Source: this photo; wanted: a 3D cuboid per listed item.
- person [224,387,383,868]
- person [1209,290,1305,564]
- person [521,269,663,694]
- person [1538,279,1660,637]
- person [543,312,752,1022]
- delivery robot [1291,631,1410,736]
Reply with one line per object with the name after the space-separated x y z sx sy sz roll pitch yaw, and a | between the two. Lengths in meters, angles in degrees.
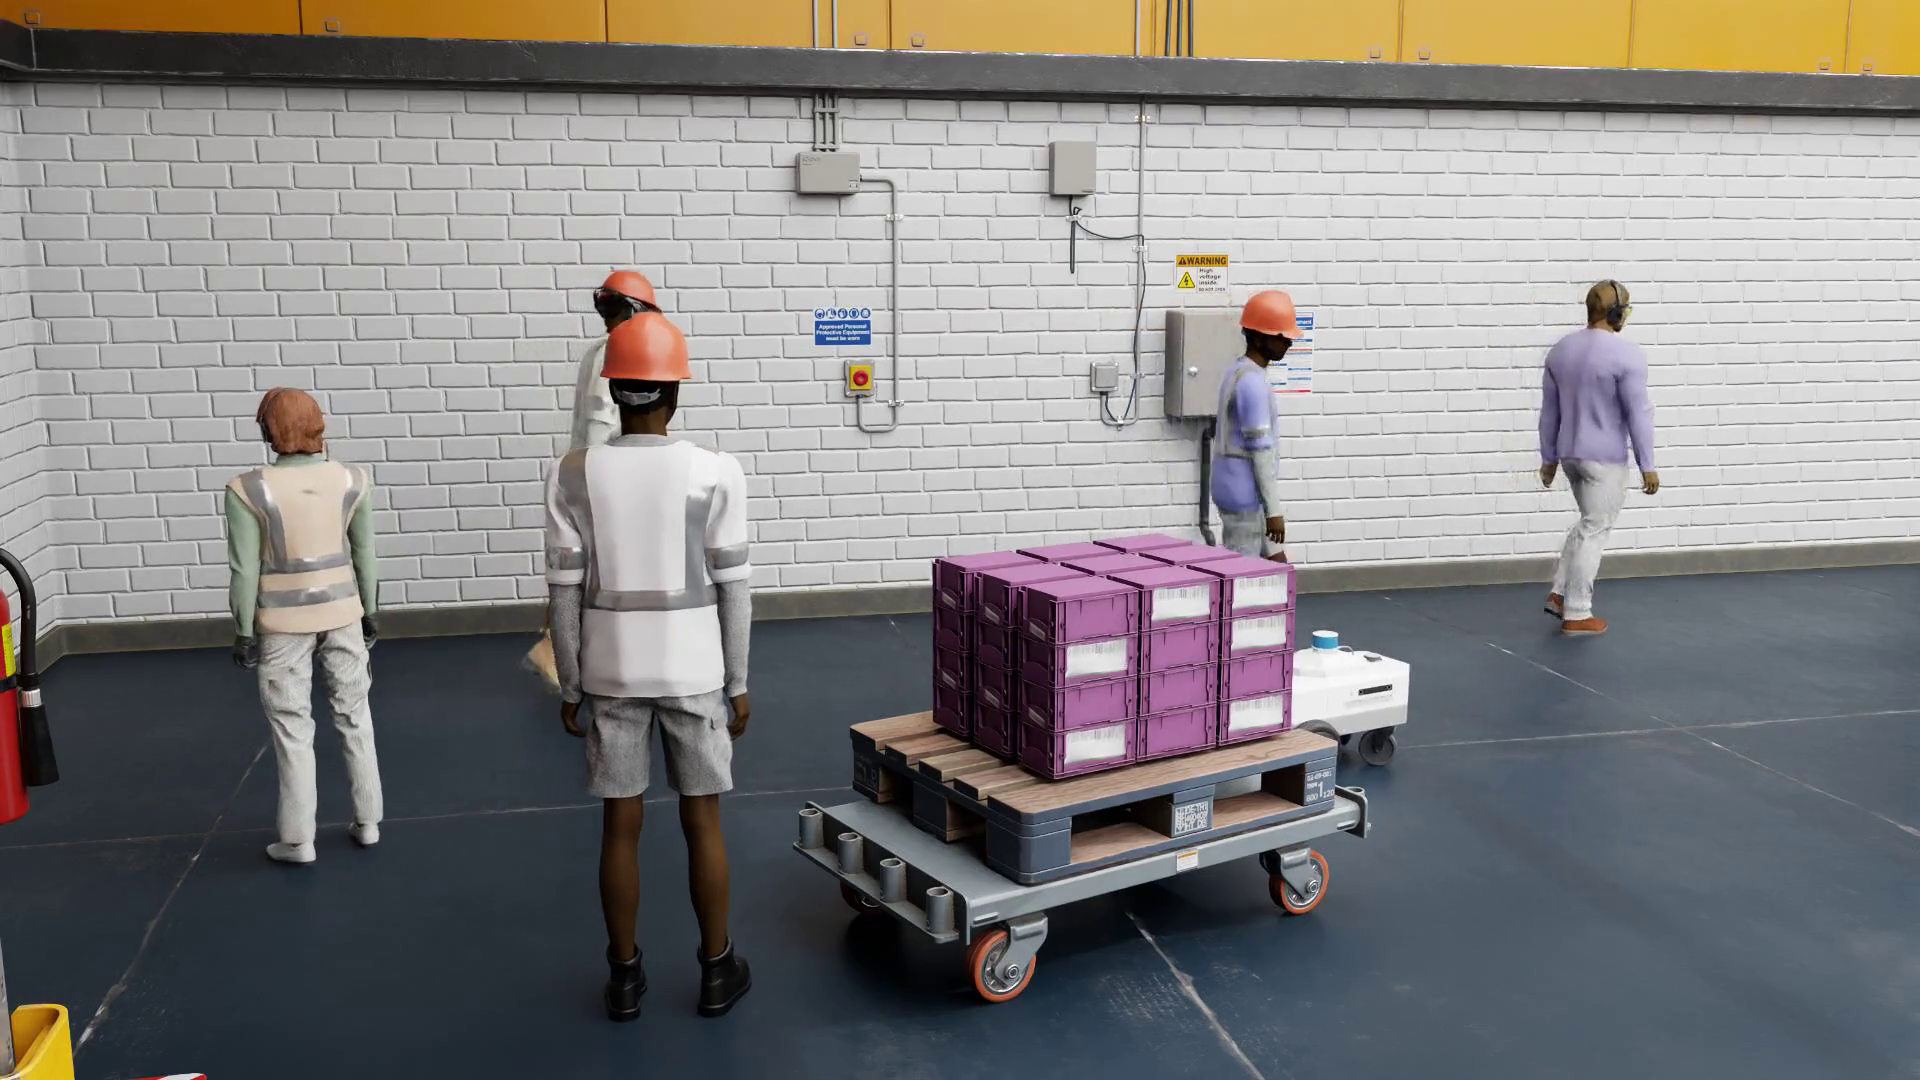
-2.231 0.297 5.696 0.522 1.638 0.310 -10 14 -44 | person
1.356 -0.207 7.759 0.442 1.904 0.555 2 10 9 | person
-1.706 -0.263 7.830 0.713 1.992 0.672 -3 11 -15 | person
3.428 -0.424 8.911 0.452 1.922 0.636 -3 11 -18 | person
-0.835 0.356 4.541 0.547 1.938 0.377 0 10 -1 | person
1.467 0.610 6.708 0.707 0.478 0.477 -6 12 -29 | delivery robot
